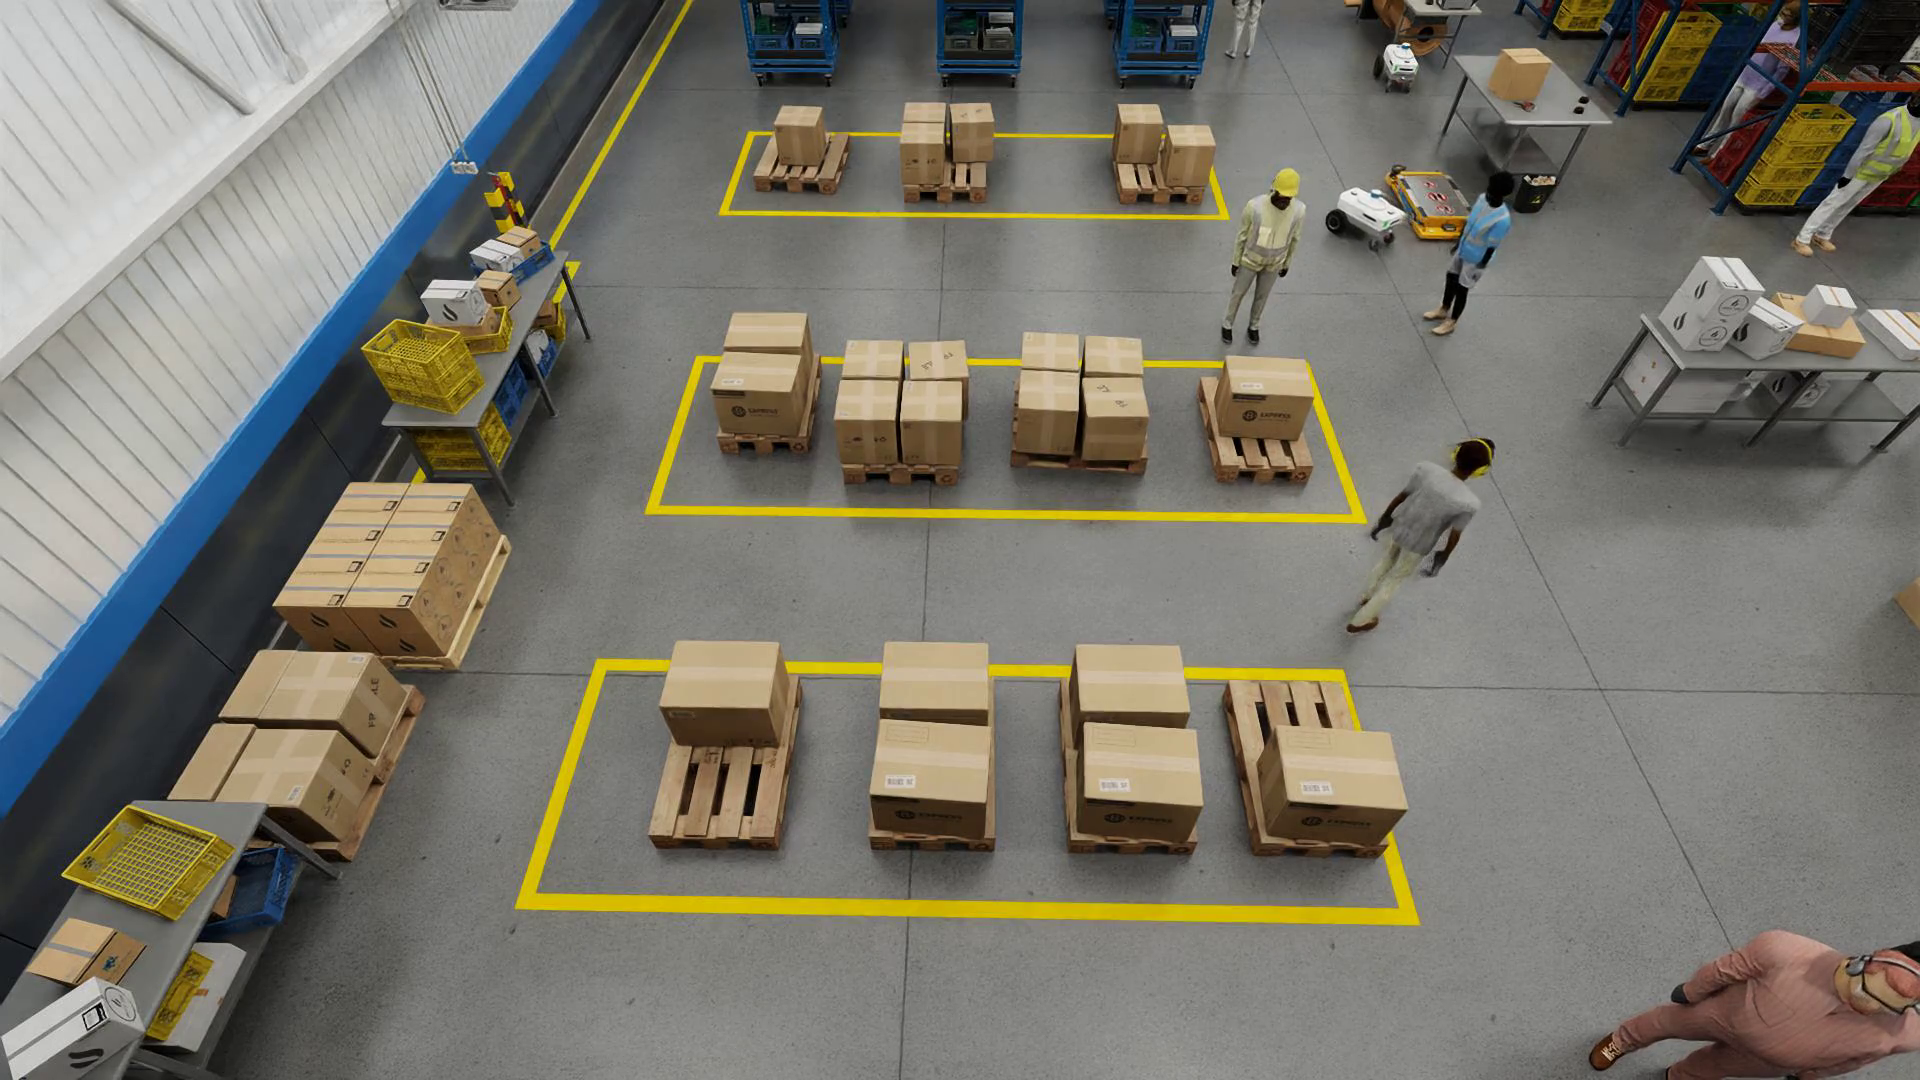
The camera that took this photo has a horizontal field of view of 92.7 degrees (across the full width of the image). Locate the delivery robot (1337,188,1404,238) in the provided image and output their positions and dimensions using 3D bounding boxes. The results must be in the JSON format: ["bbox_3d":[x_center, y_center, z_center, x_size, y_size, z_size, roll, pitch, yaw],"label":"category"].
[{"bbox_3d":[4.712,-3.782,10.543,0.477,0.478,0.707,-28,55,-22],"label":"delivery robot"}]

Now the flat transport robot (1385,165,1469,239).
[{"bbox_3d":[5.692,-4.094,11.059,0.652,0.197,1.431,1,49,1],"label":"flat transport robot"}]

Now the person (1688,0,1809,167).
[{"bbox_3d":[9.709,-5.572,11.247,0.370,1.934,0.627,-2,49,-2],"label":"person"}]

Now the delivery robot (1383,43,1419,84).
[{"bbox_3d":[6.373,-6.919,13.257,0.477,0.478,0.707,4,49,4],"label":"delivery robot"}]

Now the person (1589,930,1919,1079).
[{"bbox_3d":[3.811,2.357,4.399,0.641,1.912,0.410,35,57,26],"label":"person"}]

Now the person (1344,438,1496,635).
[{"bbox_3d":[3.233,-0.010,6.503,0.667,1.825,0.549,-25,54,-20],"label":"person"}]

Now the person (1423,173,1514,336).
[{"bbox_3d":[5.028,-2.796,9.006,0.361,1.682,0.550,-4,49,-4],"label":"person"}]

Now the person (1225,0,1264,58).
[{"bbox_3d":[4.286,-8.027,13.566,0.515,1.636,0.315,-4,49,-3],"label":"person"}]

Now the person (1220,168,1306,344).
[{"bbox_3d":[2.923,-2.711,8.844,0.595,1.827,0.403,2,49,1],"label":"person"}]

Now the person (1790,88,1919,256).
[{"bbox_3d":[9.852,-3.984,9.932,0.633,1.843,0.429,-11,50,-9],"label":"person"}]
